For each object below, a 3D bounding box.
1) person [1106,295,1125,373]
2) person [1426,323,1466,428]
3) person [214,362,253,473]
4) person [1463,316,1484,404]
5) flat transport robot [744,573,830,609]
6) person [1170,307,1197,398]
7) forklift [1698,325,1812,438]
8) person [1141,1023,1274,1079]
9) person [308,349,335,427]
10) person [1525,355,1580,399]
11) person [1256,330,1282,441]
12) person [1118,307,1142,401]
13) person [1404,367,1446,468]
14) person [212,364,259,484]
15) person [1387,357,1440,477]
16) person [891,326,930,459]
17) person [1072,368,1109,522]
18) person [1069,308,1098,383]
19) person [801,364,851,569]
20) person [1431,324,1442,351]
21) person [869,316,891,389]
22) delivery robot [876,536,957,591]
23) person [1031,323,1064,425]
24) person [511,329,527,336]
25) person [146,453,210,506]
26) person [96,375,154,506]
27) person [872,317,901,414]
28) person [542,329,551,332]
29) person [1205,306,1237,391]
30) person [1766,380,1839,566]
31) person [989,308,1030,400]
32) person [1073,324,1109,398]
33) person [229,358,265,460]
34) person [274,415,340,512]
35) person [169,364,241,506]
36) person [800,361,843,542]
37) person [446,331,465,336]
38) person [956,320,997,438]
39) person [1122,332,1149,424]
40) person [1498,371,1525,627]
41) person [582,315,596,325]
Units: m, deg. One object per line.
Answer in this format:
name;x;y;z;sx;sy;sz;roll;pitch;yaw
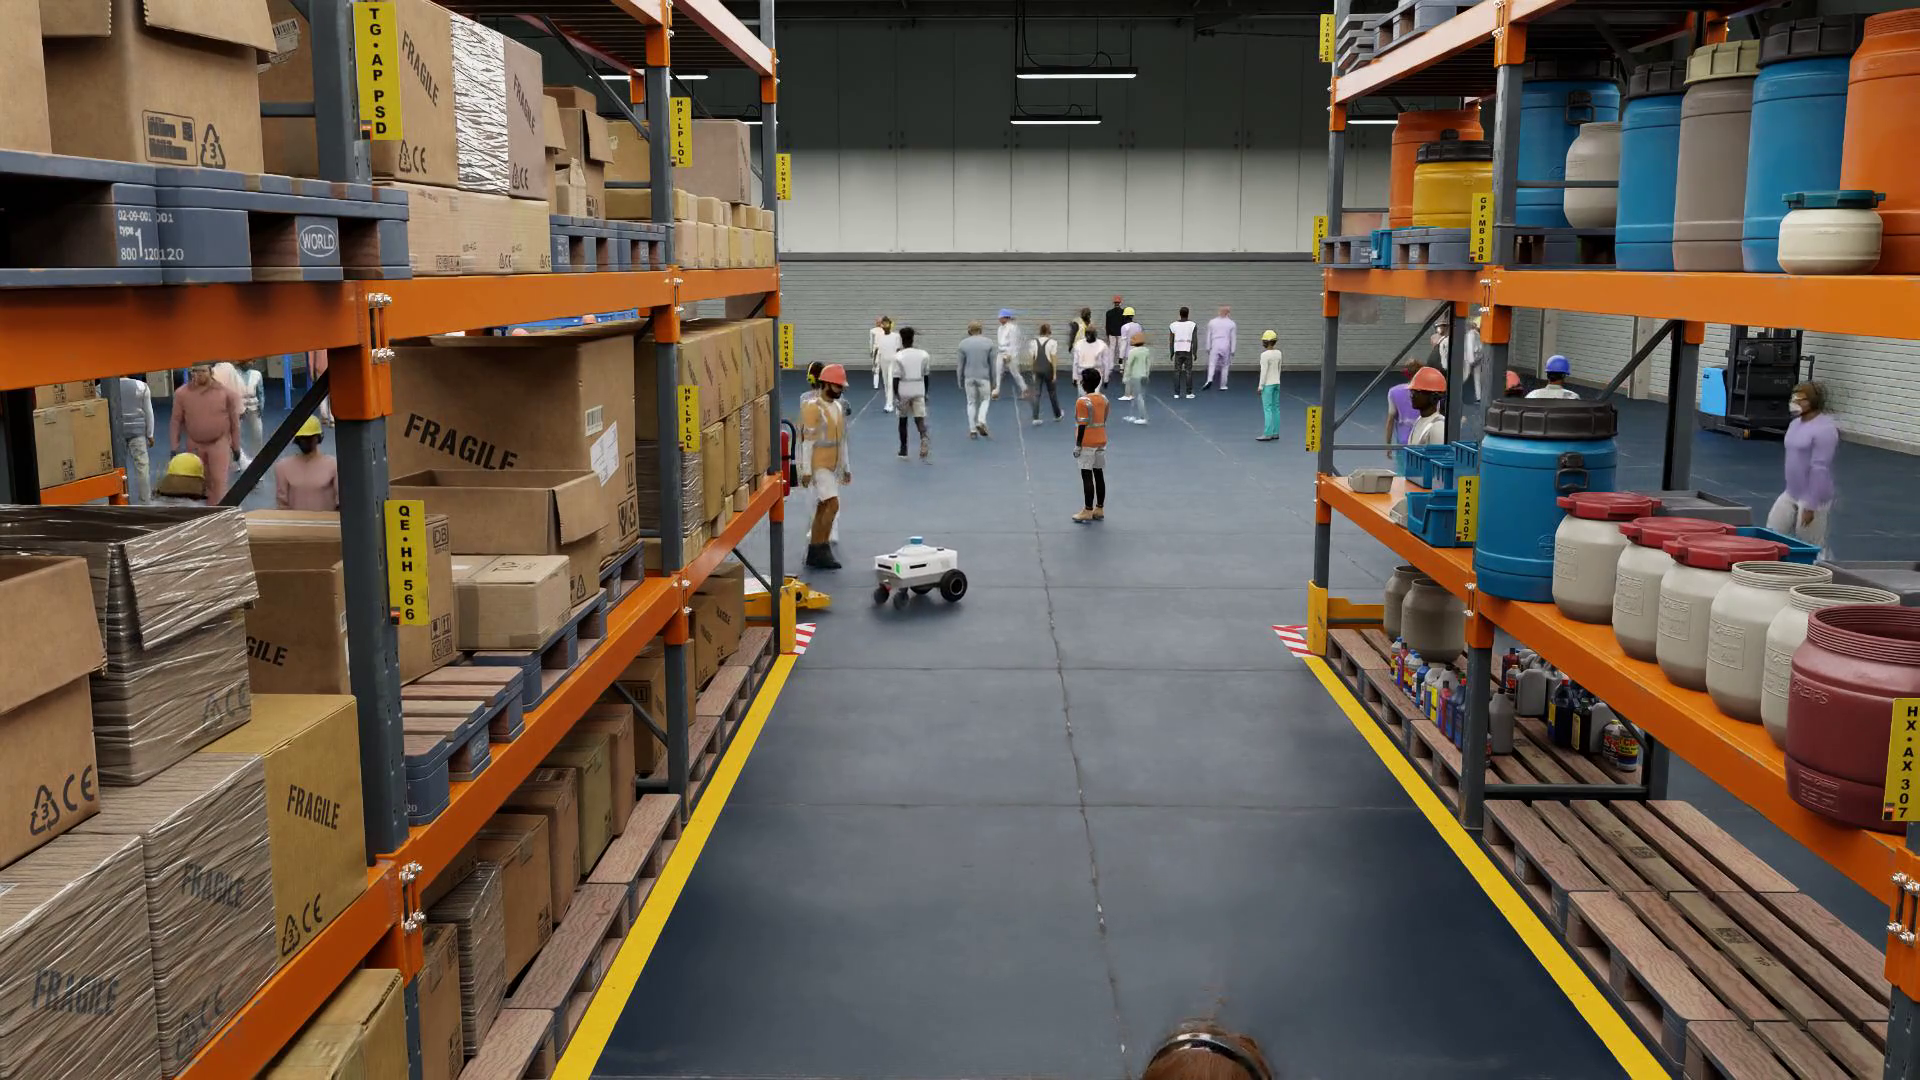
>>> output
person;4.089;-5.349;43.216;0.609;1.997;0.375;3;10;15
person;8.010;-2.727;27.507;0.594;2.000;0.707;1;10;7
person;-9.851;-1.762;22.196;0.662;1.844;1.026;5;11;27
person;10.364;-3.664;33.814;0.875;1.780;0.650;7;12;36
flat transport robot;-1.845;0.476;13.607;1.431;0.197;0.652;-7;11;-35
person;4.719;-3.962;35.138;0.587;1.920;0.390;3;10;19
forklift;13.248;-3.165;27.620;1.129;2.768;1.873;0;9;1
person;0.359;1.573;2.362;0.623;1.791;0.932;2;10;10
person;-11.051;-2.988;29.139;0.652;1.963;0.851;-3;10;-17
person;5.826;-0.841;16.360;0.604;1.947;0.394;9;13;44
person;4.966;-2.483;26.740;0.316;1.769;0.523;9;13;43
person;3.508;-3.855;34.470;0.371;1.929;0.584;9;13;44
person;3.600;-0.320;12.944;0.363;2.048;0.612;0;9;0
person;-9.234;-1.532;20.720;0.988;1.886;0.579;4;10;21
person;4.926;-1.064;18.074;0.562;1.826;0.554;1;10;6
person;-0.693;-2.125;24.069;0.622;1.944;0.733;-4;10;-21
person;1.441;-1.056;18.399;0.318;1.697;0.533;7;12;36
person;2.945;-4.550;39.075;0.665;1.781;0.977;-7;12;-37
person;-1.199;-0.680;15.497;0.632;1.911;0.559;5;11;26
person;9.904;-3.694;34.132;0.525;1.720;0.915;9;13;44
person;-1.784;-4.221;37.525;0.517;1.639;0.313;1;9;4
delivery robot;-0.367;0.214;14.055;0.707;0.478;0.477;-8;13;-41
person;1.523;-2.942;29.435;0.539;1.782;0.969;5;11;25
person;-6.088;-1.967;23.138;0.362;1.935;0.553;3;10;19
person;-4.753;0.335;10.066;0.527;1.693;0.817;0;9;-3
person;-9.507;-1.219;18.959;0.591;1.837;0.403;-5;11;-29
person;-1.394;-3.320;31.614;0.538;1.812;0.992;2;10;13
person;-5.985;-2.113;24.167;0.337;1.882;0.583;-6;11;-30
person;5.829;-4.272;37.161;0.687;1.879;0.656;4;10;21
person;6.695;-0.307;13.236;0.519;1.921;0.628;-1;9;-4
person;1.028;-3.873;34.660;0.957;1.912;0.610;-7;12;-37
person;2.254;-2.788;28.430;0.614;1.810;0.784;5;11;27
person;-10.022;-1.800;23.160;0.665;1.612;0.344;-8;12;-39
person;-4.742;-0.055;12.199;0.532;1.767;0.323;-1;10;-9
person;-8.000;-1.002;17.620;0.670;1.853;1.007;-2;10;-12
person;-1.433;-0.908;17.063;0.575;1.842;0.574;-6;11;-32
person;-9.444;-3.363;31.508;0.548;1.934;0.376;-4;10;-21
person;0.272;-2.611;27.068;0.675;1.910;0.458;0;9;2
person;3.073;-2.880;29.568;0.715;1.603;0.522;9;13;42
person;4.273;-0.322;13.092;0.627;2.011;0.480;-4;10;-21
person;-6.648;-3.104;29.933;0.545;1.942;0.350;4;10;22
